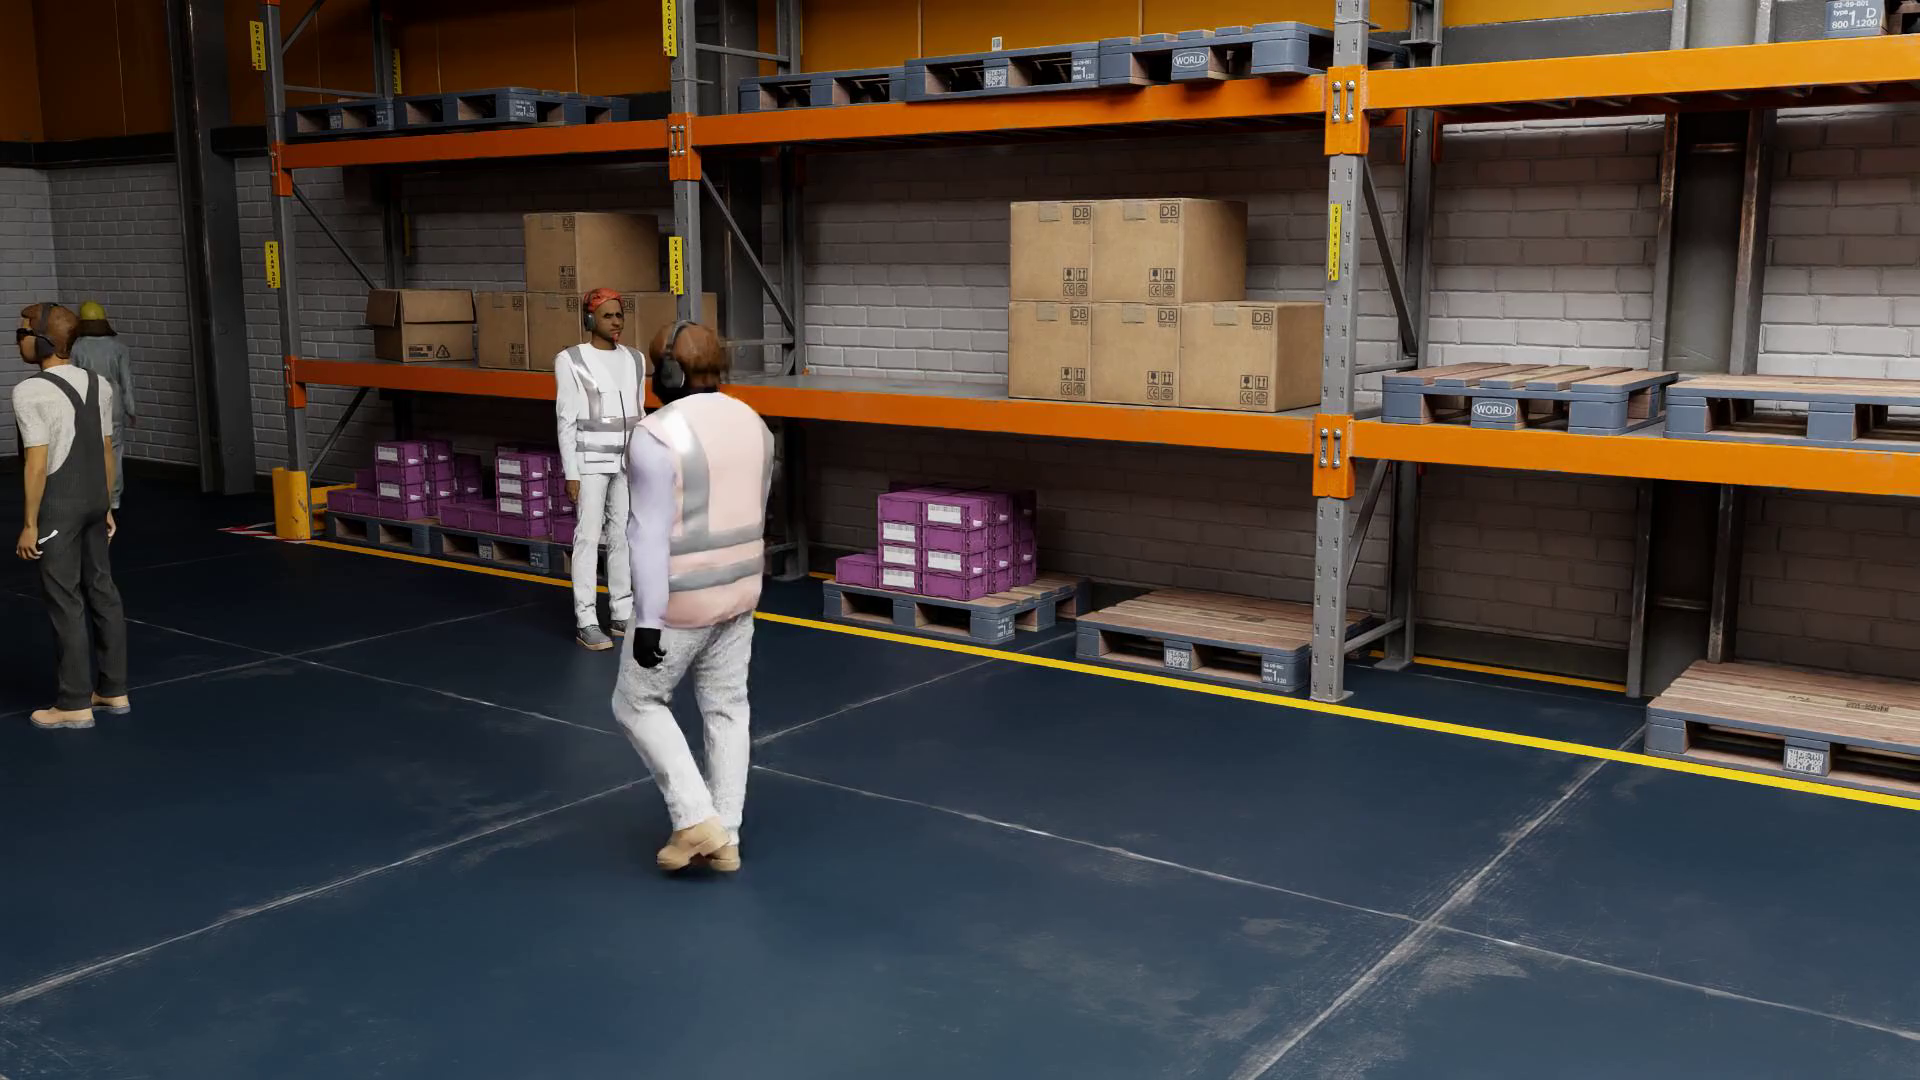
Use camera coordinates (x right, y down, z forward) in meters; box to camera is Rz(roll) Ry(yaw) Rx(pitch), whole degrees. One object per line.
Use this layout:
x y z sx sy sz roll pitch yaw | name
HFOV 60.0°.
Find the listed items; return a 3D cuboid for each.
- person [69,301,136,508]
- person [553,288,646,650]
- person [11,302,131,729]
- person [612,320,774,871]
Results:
-6.886 -1.057 13.318 0.497 1.713 0.797 -7 12 -36 | person
-1.853 -0.376 8.753 0.356 1.883 0.573 7 12 38 | person
-3.884 -0.104 7.236 0.335 1.846 0.513 2 10 13 | person
-0.870 0.205 5.443 0.453 1.829 0.657 6 11 33 | person
